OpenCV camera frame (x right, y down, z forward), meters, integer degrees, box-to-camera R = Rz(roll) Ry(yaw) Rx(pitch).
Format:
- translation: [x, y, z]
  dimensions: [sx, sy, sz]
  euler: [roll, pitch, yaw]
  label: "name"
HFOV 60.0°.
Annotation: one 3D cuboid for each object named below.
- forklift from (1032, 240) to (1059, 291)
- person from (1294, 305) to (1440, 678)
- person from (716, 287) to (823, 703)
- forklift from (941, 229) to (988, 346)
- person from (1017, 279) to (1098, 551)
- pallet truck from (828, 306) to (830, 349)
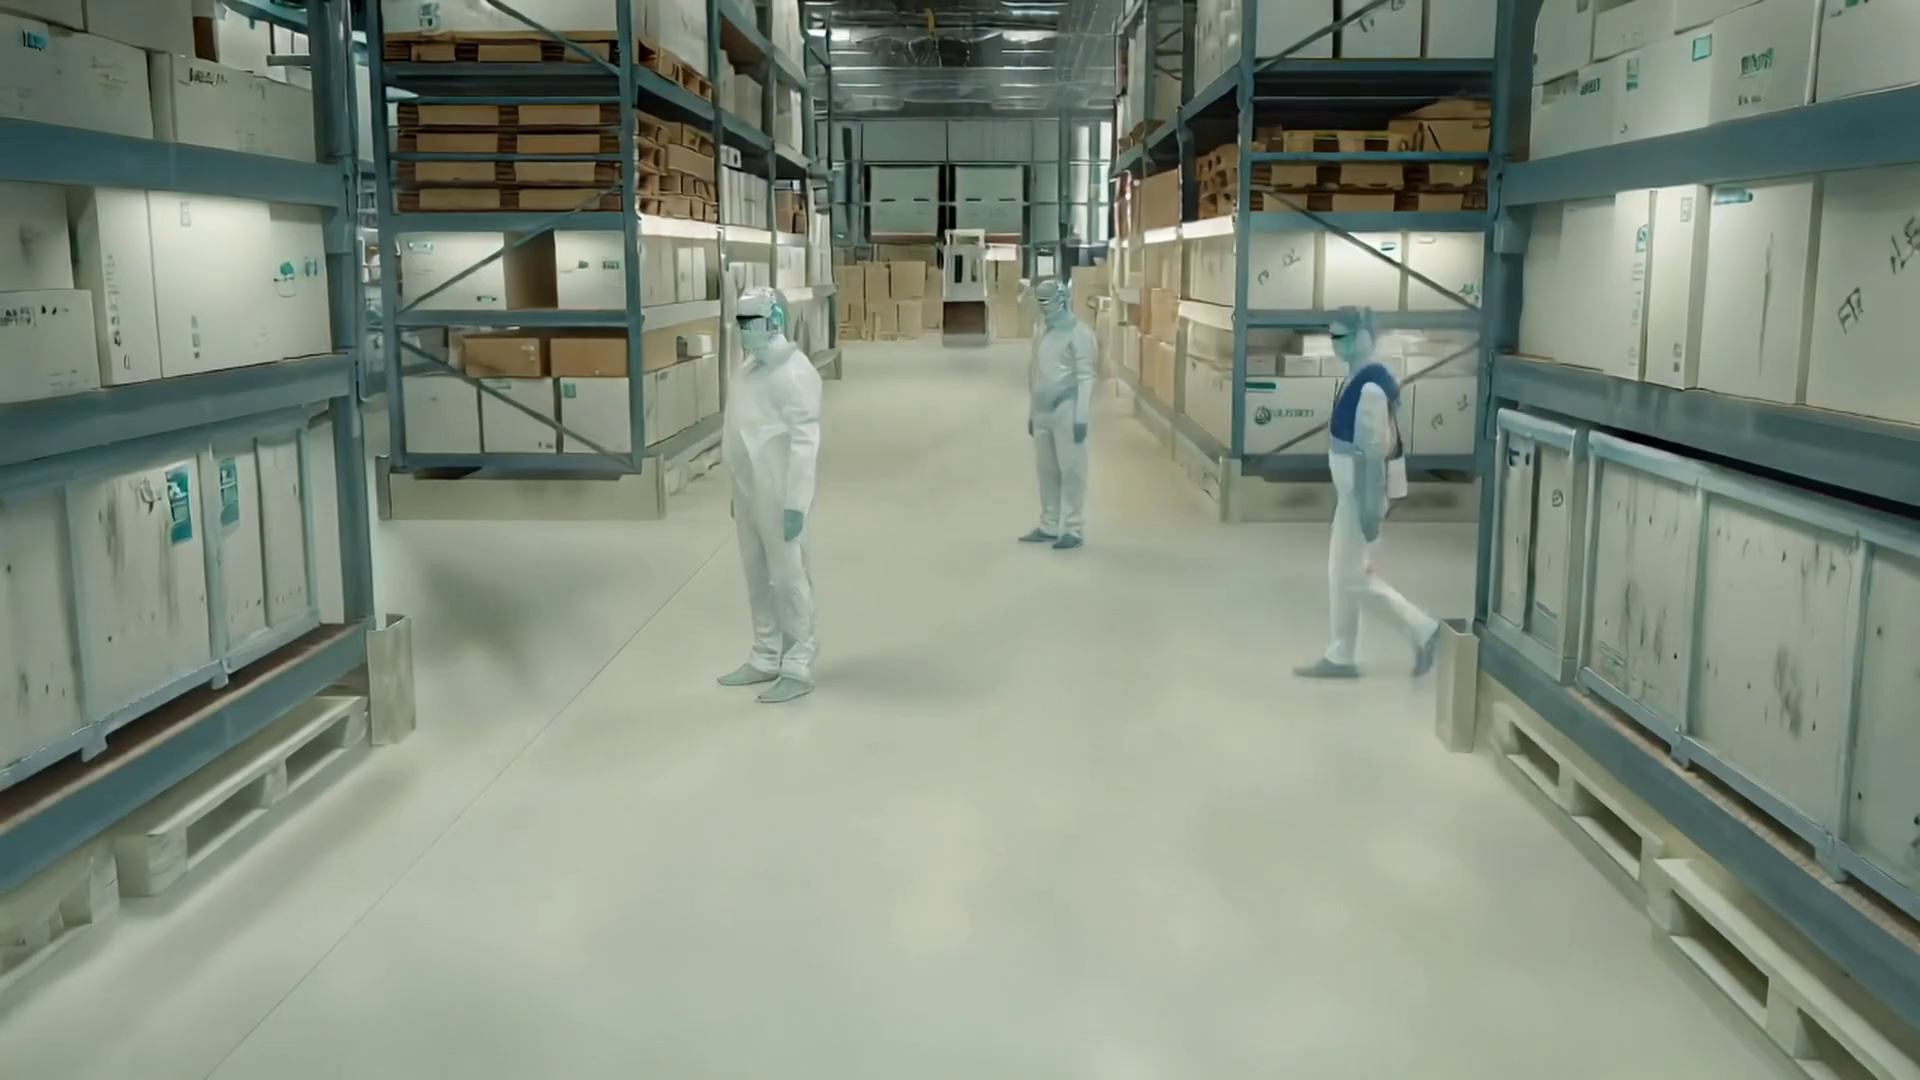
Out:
- translation: [3.172, -9.648, 61.356]
  dimensions: [1.129, 2.768, 1.873]
  euler: [0, 9, 1]
  label: "forklift"
- translation: [1.978, -0.207, 7.950]
  dimensions: [0.618, 1.827, 0.570]
  euler: [1, 10, 7]
  label: "person"
- translation: [-0.902, -0.209, 7.730]
  dimensions: [0.408, 1.908, 0.643]
  euler: [-7, 12, -36]
  label: "person"
- translation: [0.124, -6.117, 40.203]
  dimensions: [1.129, 2.768, 1.873]
  euler: [0, 9, 1]
  label: "forklift"
- translation: [0.679, -0.880, 11.763]
  dimensions: [0.401, 1.905, 0.642]
  euler: [-6, 11, -32]
  label: "person"
- translation: [-3.100, -3.940, 29.800]
  dimensions: [1.885, 1.965, 0.823]
  euler: [3, 10, 19]
  label: "pallet truck"
